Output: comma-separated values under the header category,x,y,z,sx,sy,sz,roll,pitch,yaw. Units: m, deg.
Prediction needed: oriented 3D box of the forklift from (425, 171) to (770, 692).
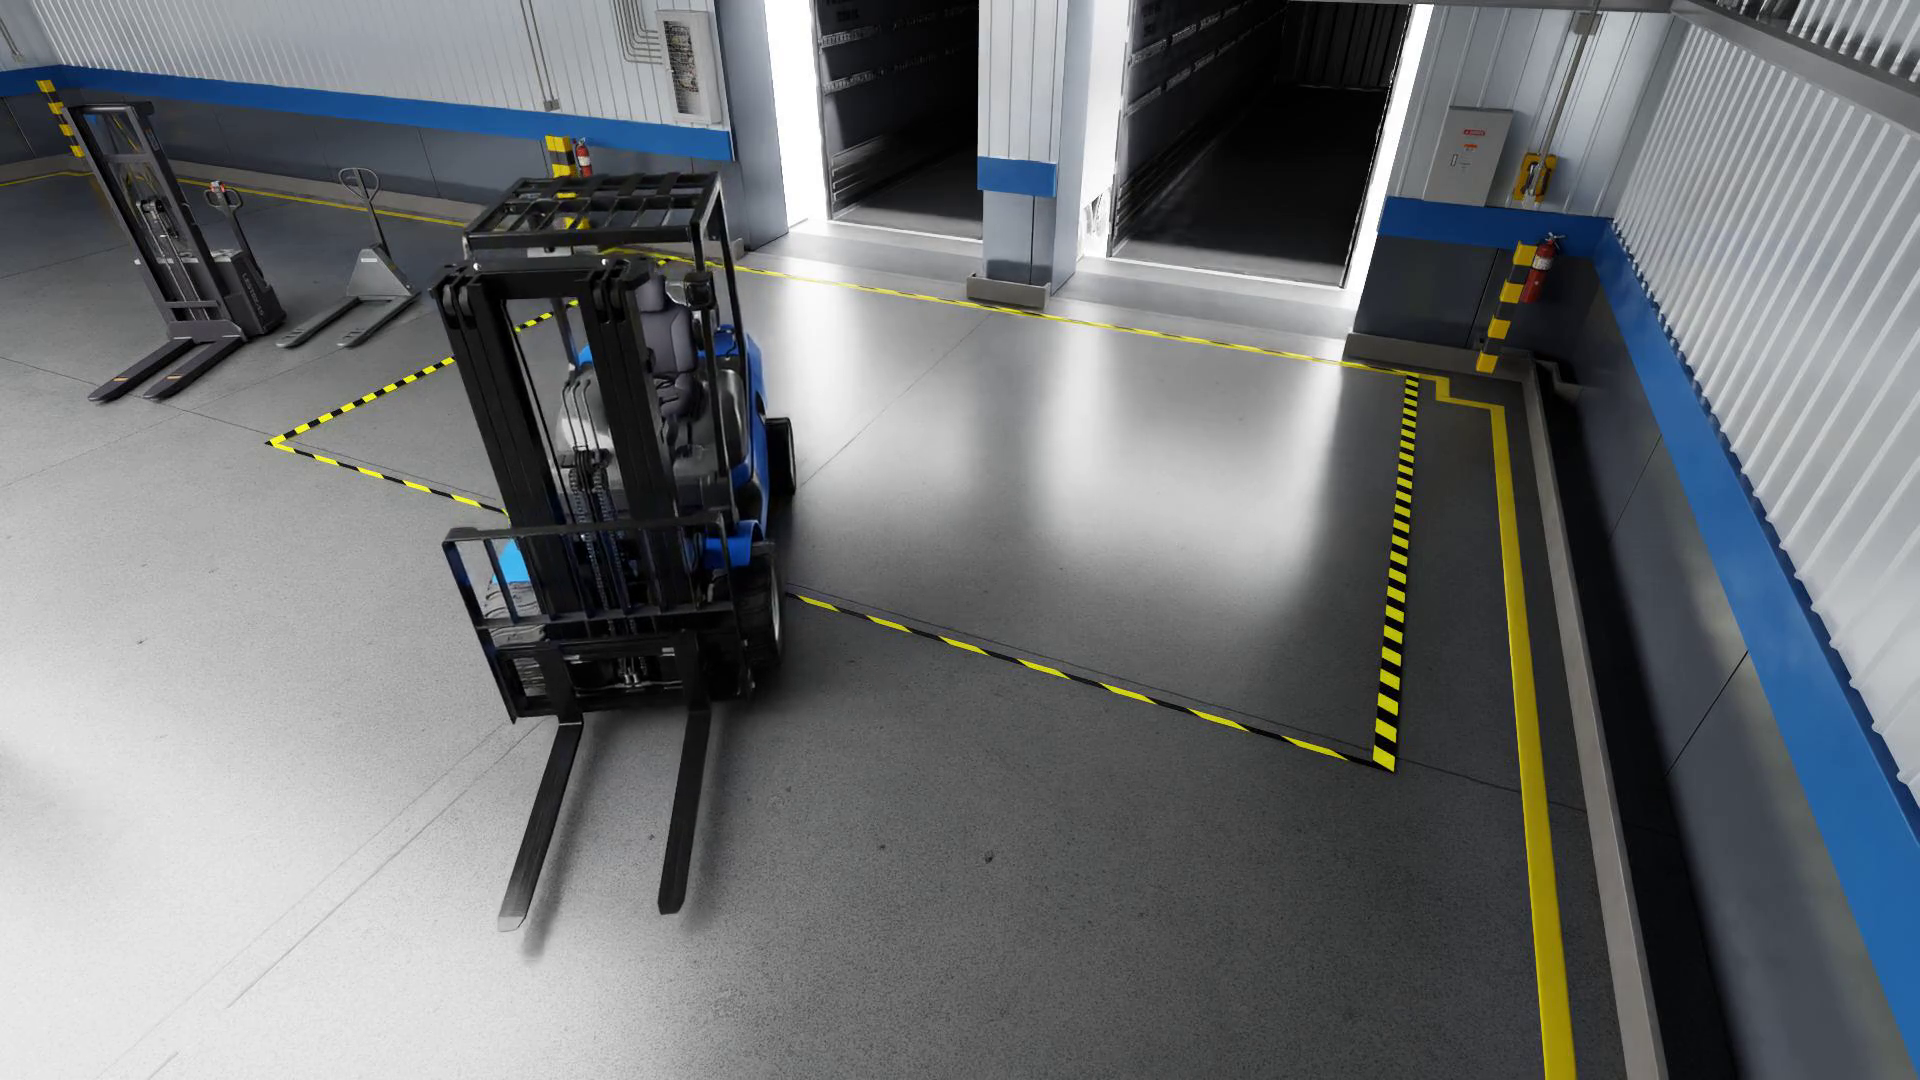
category,x,y,z,sx,sy,sz,roll,pitch,yaw
forklift,-1.683,-0.762,4.799,1.157,2.036,2.680,-4,35,-6

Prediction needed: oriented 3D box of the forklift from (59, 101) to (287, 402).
category,x,y,z,sx,sy,sz,roll,pitch,yaw
forklift,-6.686,-2.387,7.434,0.823,1.965,1.885,-3,35,-5

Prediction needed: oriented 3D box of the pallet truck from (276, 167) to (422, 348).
category,x,y,z,sx,sy,sz,roll,pitch,yaw
pallet truck,-5.732,-2.611,8.414,0.680,1.201,1.601,-1,35,-1
